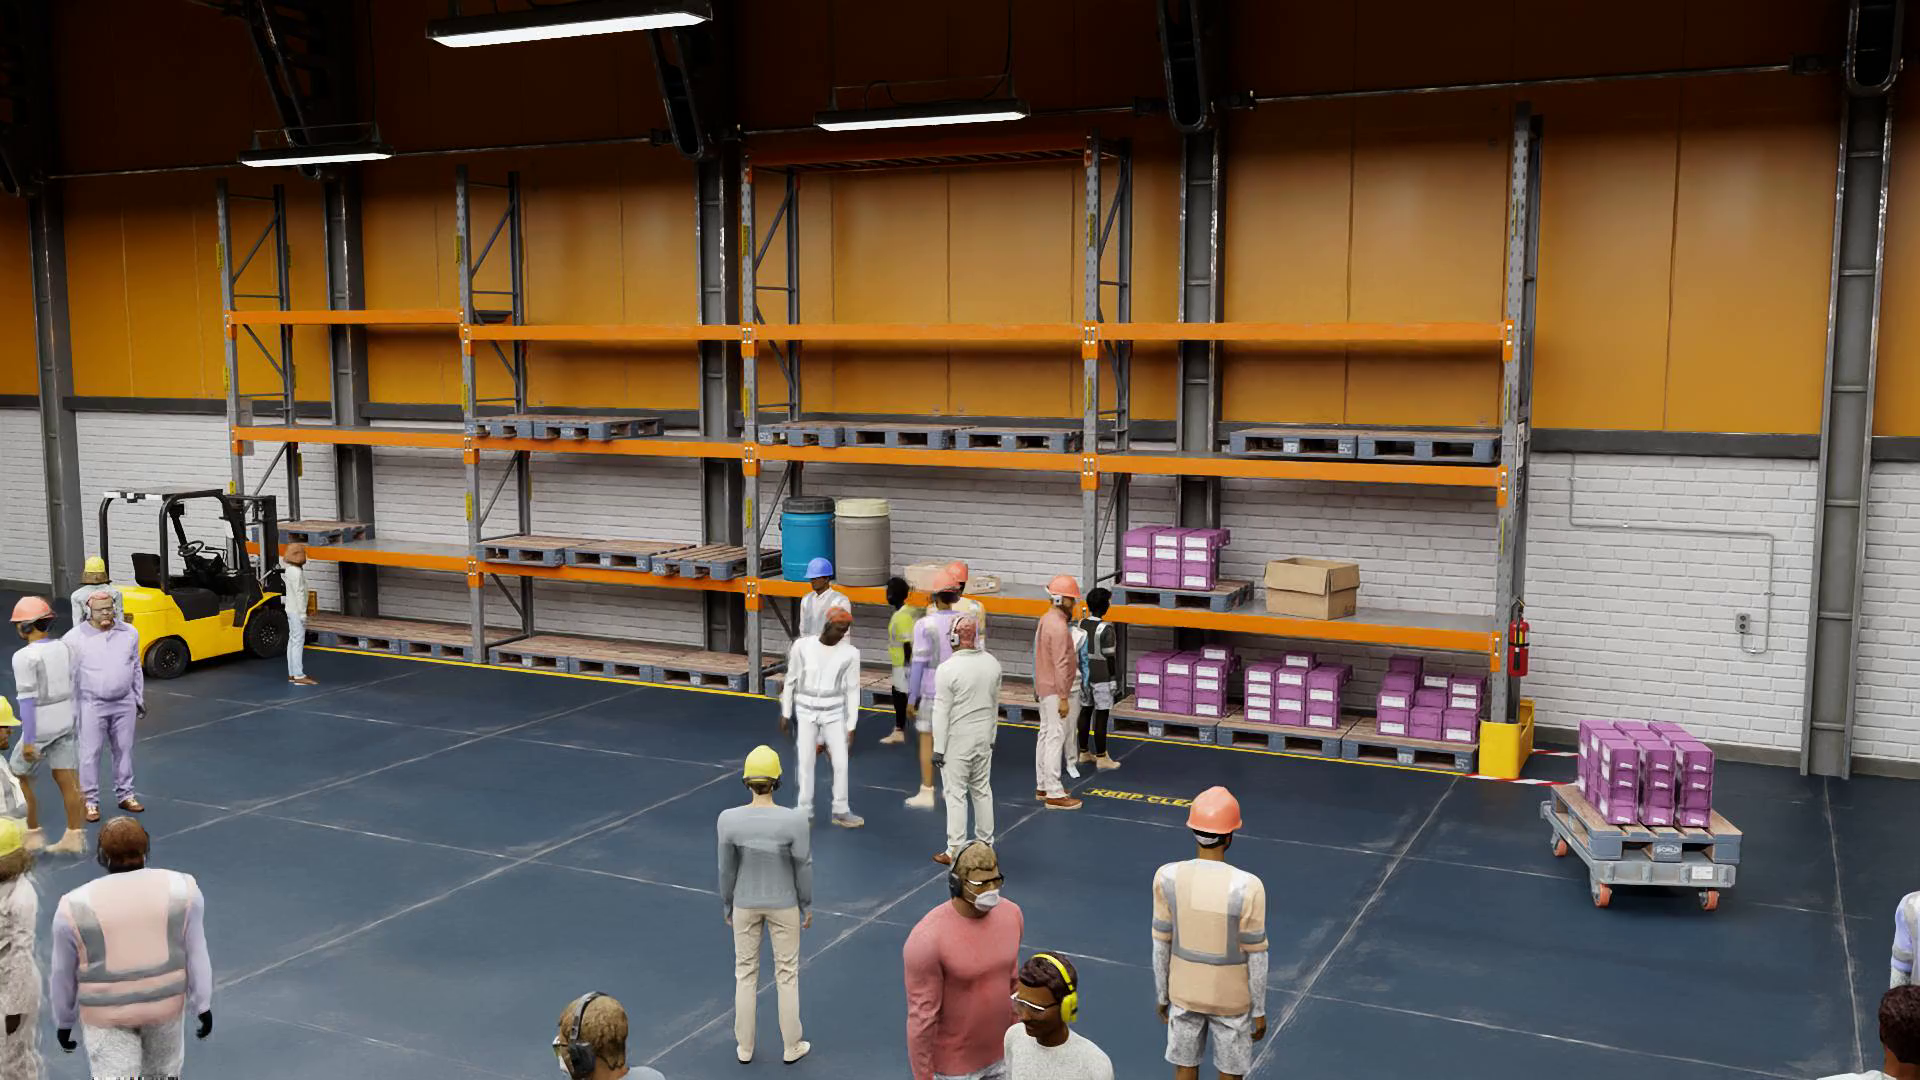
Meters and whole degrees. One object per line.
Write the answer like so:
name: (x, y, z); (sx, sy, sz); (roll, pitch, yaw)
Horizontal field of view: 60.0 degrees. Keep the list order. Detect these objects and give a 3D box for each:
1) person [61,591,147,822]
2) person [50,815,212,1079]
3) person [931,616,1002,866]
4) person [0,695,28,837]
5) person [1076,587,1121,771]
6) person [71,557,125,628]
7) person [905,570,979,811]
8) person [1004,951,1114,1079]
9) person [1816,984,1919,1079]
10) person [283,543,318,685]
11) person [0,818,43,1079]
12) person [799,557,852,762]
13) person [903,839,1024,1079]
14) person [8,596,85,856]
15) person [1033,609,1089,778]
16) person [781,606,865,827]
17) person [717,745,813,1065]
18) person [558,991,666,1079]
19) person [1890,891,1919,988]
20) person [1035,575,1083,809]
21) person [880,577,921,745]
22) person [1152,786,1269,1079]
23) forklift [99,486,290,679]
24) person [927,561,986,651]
person: (-7.094, 1.367, 13.835); (0.405, 1.900, 0.652); (6, 9, 39)
person: (-3.865, 2.157, 7.748); (0.652, 1.797, 0.871); (-5, 8, -33)
person: (0.024, 1.518, 12.630); (0.398, 1.900, 0.635); (7, 10, 43)
person: (-5.933, 1.849, 10.197); (0.403, 1.821, 0.602); (-4, 8, -31)
person: (1.274, 1.277, 15.405); (0.318, 1.699, 0.534); (-4, 8, -33)
person: (-8.900, 1.037, 17.205); (0.486, 1.744, 0.294); (-5, 8, -35)
person: (-0.171, 1.282, 14.106); (0.710, 2.025, 0.379); (-4, 8, -29)
person: (0.324, 2.352, 5.874); (0.327, 1.862, 0.510); (-7, 10, -43)
person: (3.022, 2.382, 5.378); (0.596, 1.916, 0.373); (3, 8, 24)
person: (-7.638, 0.848, 19.204); (0.285, 1.636, 0.497); (-5, 8, -34)
person: (-4.598, 2.169, 7.911); (0.507, 1.719, 0.405); (5, 8, 35)
person: (-1.281, 1.124, 15.712); (0.612, 1.942, 0.405); (5, 9, 37)
person: (0.037, 2.183, 6.940); (0.635, 1.937, 0.354); (-7, 10, -44)
person: (-7.082, 1.438, 12.750); (0.732, 2.017, 0.644); (1, 7, 9)
person: (0.916, 1.348, 15.062); (0.520, 1.639, 0.312); (-1, 7, -5)
person: (-1.151, 1.444, 13.448); (0.699, 1.853, 0.349); (0, 7, 2)
person: (-1.063, 2.002, 9.132); (0.524, 1.772, 0.301); (0, 7, 4)
person: (-1.120, 2.387, 5.317); (0.386, 1.927, 0.641); (2, 7, 15)
person: (4.319, 2.154, 7.181); (0.358, 1.936, 0.552); (-4, 8, -32)
person: (0.837, 1.282, 14.185); (0.401, 1.986, 0.612); (-1, 7, -10)
person: (-0.475, 1.185, 16.228); (0.558, 1.673, 0.547); (-1, 7, -8)
person: (1.159, 2.094, 7.674); (0.542, 1.939, 0.364); (3, 8, 26)
forklift: (-9.426, 0.454, 20.179); (1.214, 2.155, 2.313); (3, 8, 26)
person: (-0.036, 1.163, 15.367); (0.546, 1.939, 0.375); (0, 7, -1)
